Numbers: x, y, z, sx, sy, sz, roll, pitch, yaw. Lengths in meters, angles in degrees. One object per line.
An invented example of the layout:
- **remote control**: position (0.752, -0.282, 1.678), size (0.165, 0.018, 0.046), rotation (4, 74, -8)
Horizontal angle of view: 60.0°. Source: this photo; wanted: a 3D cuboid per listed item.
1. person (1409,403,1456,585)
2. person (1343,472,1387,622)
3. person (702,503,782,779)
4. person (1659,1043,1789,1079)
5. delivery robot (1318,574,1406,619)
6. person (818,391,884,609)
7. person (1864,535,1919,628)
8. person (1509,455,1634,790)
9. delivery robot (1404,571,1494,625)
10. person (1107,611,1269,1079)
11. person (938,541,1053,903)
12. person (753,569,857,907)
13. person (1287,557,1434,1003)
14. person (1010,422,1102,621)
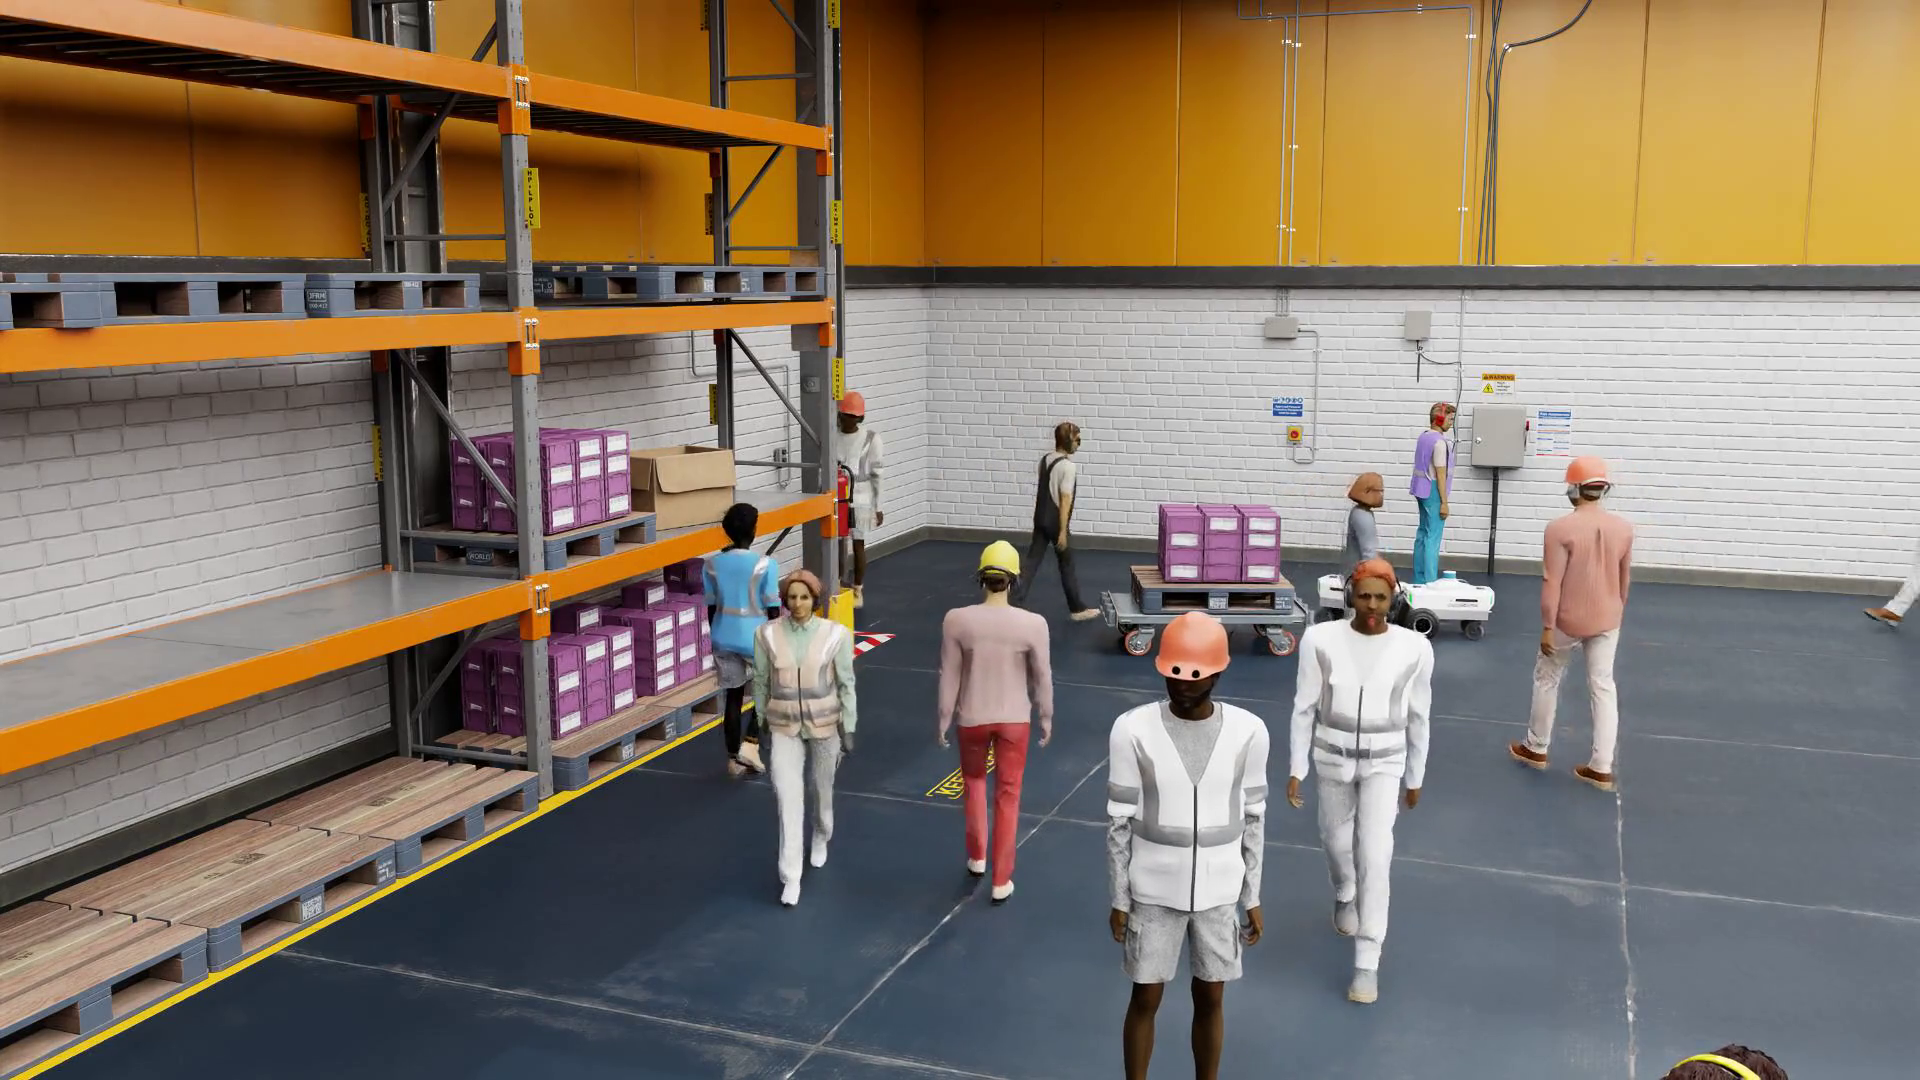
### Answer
- **person**: position (4.467, -0.380, 15.741), size (0.389, 1.838, 0.561), rotation (-1, 9, -4)
- **person**: position (2.954, 0.309, 12.078), size (0.403, 1.617, 0.538), rotation (1, 9, 8)
- **person**: position (-1.290, 0.611, 9.989), size (0.547, 1.679, 0.370), rotation (4, 10, 23)
- **person**: position (1.150, 1.690, 2.638), size (0.321, 1.871, 0.532), rotation (-8, 12, -42)
- **delivery robot**: position (3.443, 0.445, 14.279), size (0.707, 0.478, 0.477), rotation (7, 11, 36)
- **person**: position (-0.991, -0.350, 15.042), size (0.637, 2.008, 0.531), rotation (3, 9, 18)
- **person**: position (8.265, -0.137, 14.040), size (1.003, 1.890, 0.639), rotation (1, 9, 3)
- **person**: position (3.709, 0.464, 10.049), size (0.653, 1.955, 0.885), rotation (-2, 9, -13)
- **delivery robot**: position (4.093, 0.501, 13.926), size (0.707, 0.478, 0.477), rotation (1, 9, 8)
- **person**: position (0.771, 1.183, 5.622), size (0.547, 1.934, 0.376), rotation (0, 9, -2)
- **person**: position (0.183, 0.866, 8.190), size (0.560, 1.743, 0.640), rotation (1, 9, 7)
- **person**: position (-0.764, 0.932, 8.255), size (0.523, 1.599, 0.865), rotation (0, 9, 1)
- **person**: position (1.753, 0.967, 7.282), size (0.579, 1.850, 0.935), rotation (3, 10, 18)
- **person**: position (0.778, -0.125, 14.333), size (0.990, 1.785, 0.626), rotation (-6, 11, -32)
